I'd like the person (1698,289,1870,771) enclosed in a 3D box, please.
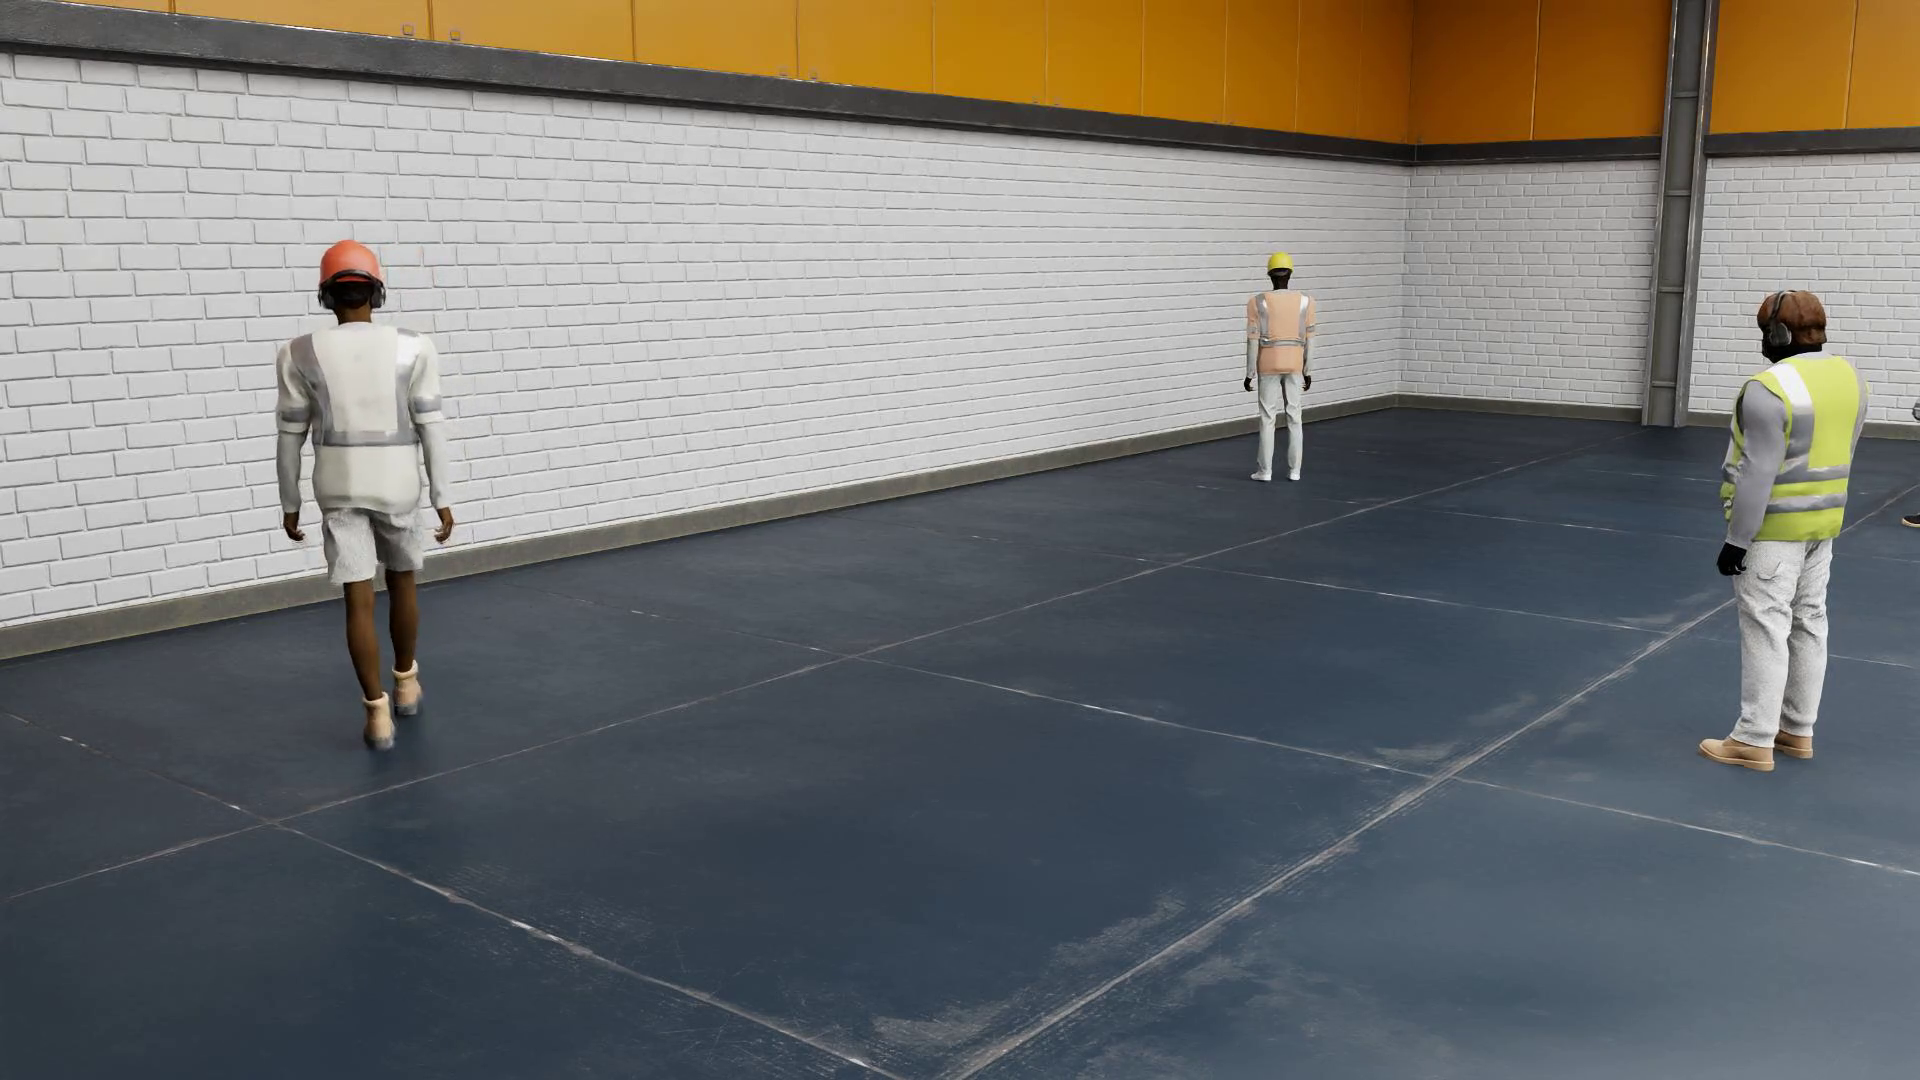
[{"bbox_3d":[3.144,-0.034,6.393,0.622,1.838,0.429,-6,12,-30],"label":"person"}]

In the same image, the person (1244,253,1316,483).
[{"bbox_3d":[2.663,-1.433,13.916,0.585,1.917,0.382,-1,10,-4],"label":"person"}]

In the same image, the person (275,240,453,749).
[{"bbox_3d":[-2.447,-0.204,6.831,0.650,2.008,0.884,-4,11,-21],"label":"person"}]

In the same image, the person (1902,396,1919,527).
[{"bbox_3d":[6.949,-1.047,11.654,0.601,1.961,0.372,-4,11,-21],"label":"person"}]
